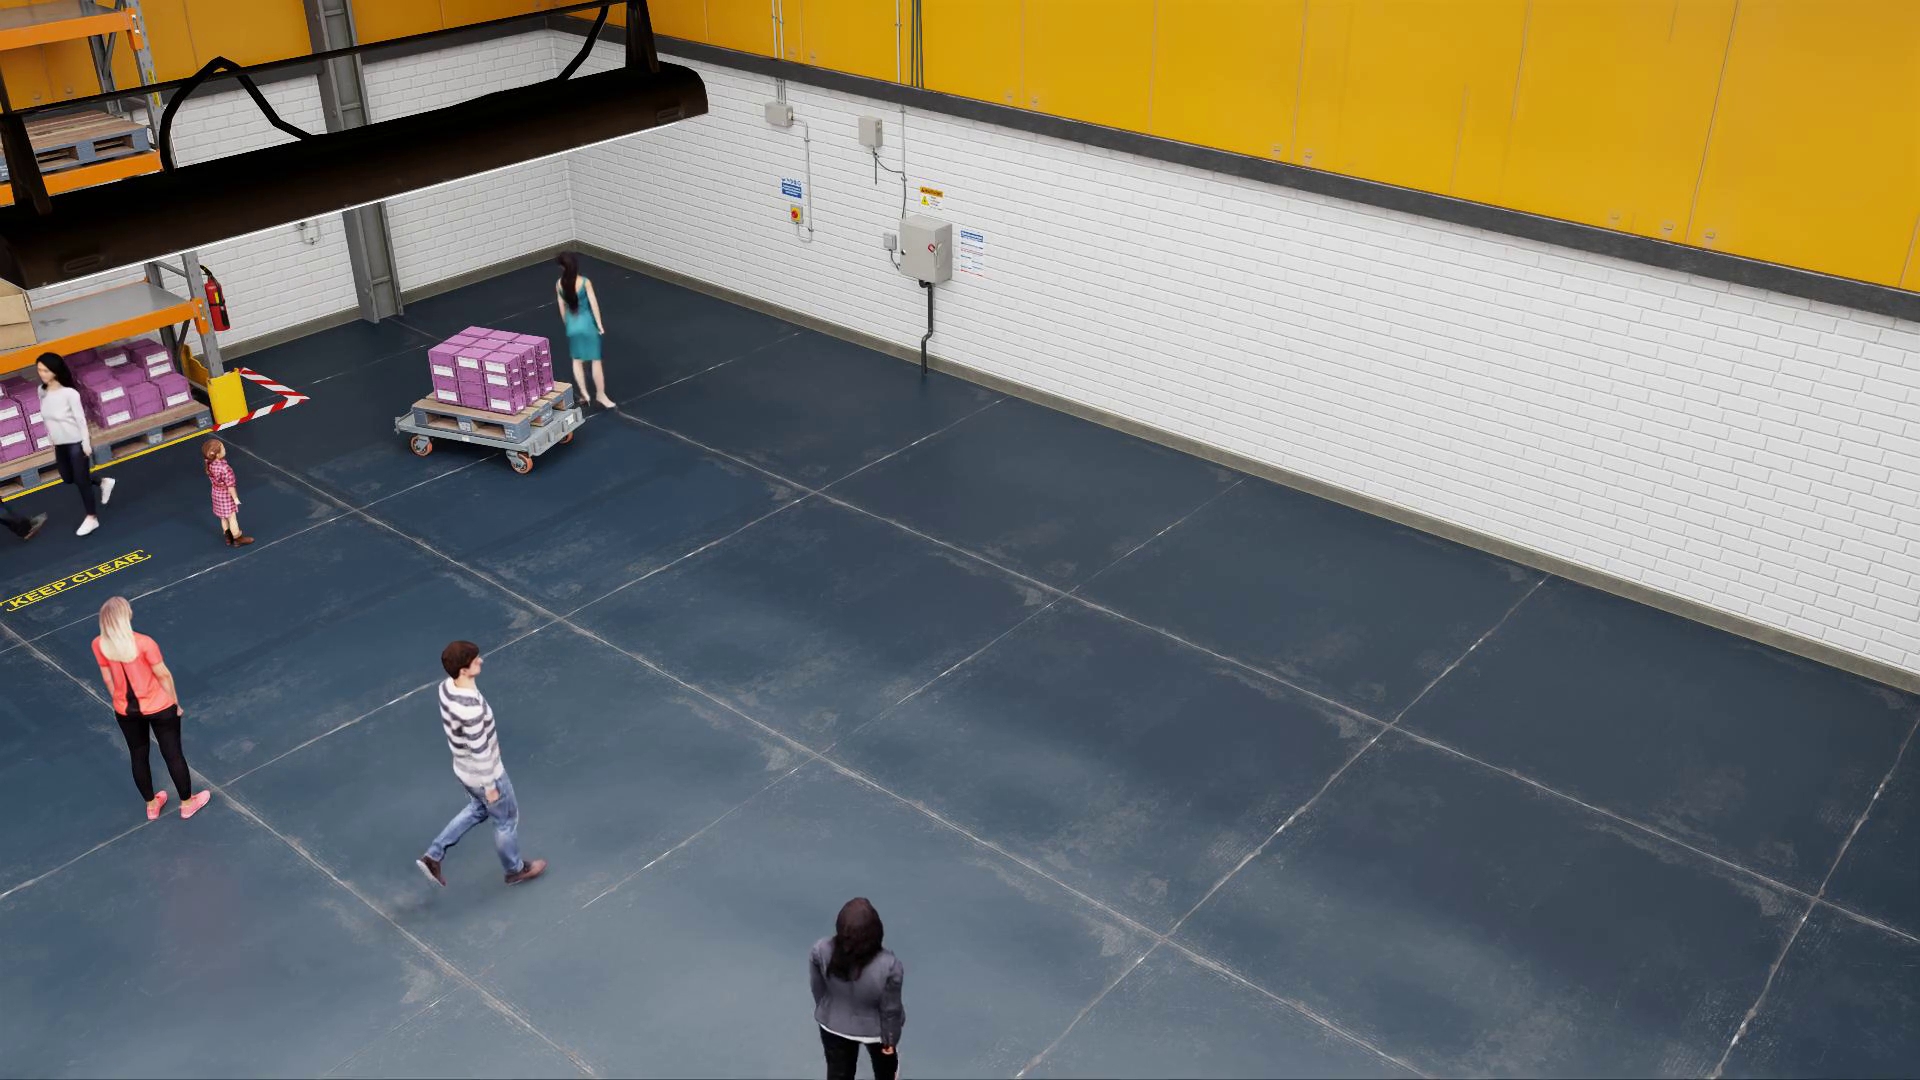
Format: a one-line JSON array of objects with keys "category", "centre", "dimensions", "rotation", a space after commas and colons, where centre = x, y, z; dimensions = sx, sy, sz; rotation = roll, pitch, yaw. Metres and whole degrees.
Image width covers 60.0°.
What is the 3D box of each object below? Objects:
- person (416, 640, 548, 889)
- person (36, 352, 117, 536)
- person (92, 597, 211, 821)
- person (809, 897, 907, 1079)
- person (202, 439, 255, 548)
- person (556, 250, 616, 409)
[{"category": "person", "centre": [-3.067, 1.450, 10.306], "dimensions": [1.081, 1.834, 0.827], "rotation": [-17, 33, -29]}, {"category": "person", "centre": [-7.816, -0.899, 14.767], "dimensions": [0.792, 1.686, 0.940], "rotation": [9, 30, 16]}, {"category": "person", "centre": [-5.424, 1.119, 11.059], "dimensions": [0.674, 1.694, 0.716], "rotation": [0, 29, 1]}, {"category": "person", "centre": [-0.550, 2.536, 8.596], "dimensions": [0.996, 1.564, 1.160], "rotation": [5, 29, 9]}, {"category": "person", "centre": [-6.454, -0.418, 14.578], "dimensions": [0.447, 1.022, 0.468], "rotation": [17, 33, 28]}, {"category": "person", "centre": [-3.856, -2.151, 17.076], "dimensions": [0.717, 1.672, 0.702], "rotation": [8, 30, 15]}]
